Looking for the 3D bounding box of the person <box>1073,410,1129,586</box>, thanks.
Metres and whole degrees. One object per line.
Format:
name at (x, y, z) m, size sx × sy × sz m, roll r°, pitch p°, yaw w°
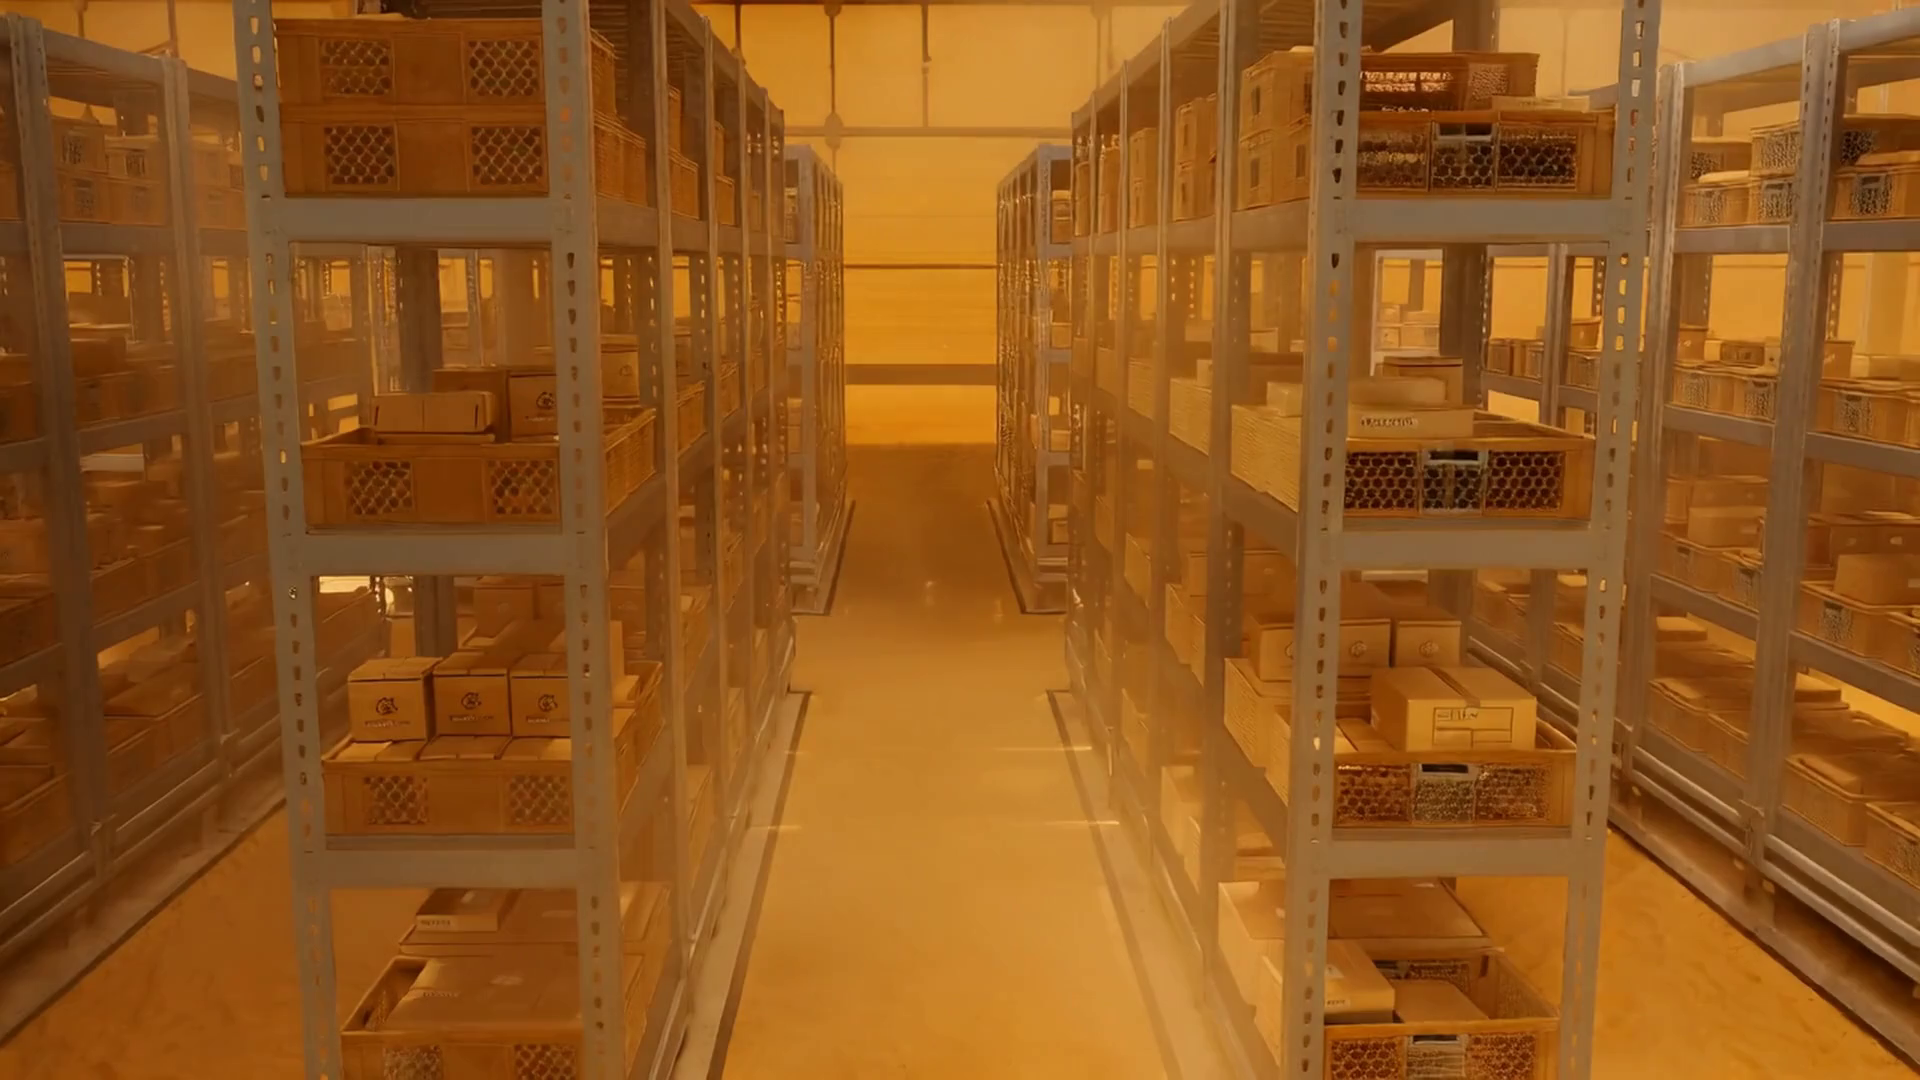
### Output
person at (0.981, -0.061, 11.167) m, size 0.564 × 1.842 × 0.392 m, roll 6°, pitch 11°, yaw 34°
